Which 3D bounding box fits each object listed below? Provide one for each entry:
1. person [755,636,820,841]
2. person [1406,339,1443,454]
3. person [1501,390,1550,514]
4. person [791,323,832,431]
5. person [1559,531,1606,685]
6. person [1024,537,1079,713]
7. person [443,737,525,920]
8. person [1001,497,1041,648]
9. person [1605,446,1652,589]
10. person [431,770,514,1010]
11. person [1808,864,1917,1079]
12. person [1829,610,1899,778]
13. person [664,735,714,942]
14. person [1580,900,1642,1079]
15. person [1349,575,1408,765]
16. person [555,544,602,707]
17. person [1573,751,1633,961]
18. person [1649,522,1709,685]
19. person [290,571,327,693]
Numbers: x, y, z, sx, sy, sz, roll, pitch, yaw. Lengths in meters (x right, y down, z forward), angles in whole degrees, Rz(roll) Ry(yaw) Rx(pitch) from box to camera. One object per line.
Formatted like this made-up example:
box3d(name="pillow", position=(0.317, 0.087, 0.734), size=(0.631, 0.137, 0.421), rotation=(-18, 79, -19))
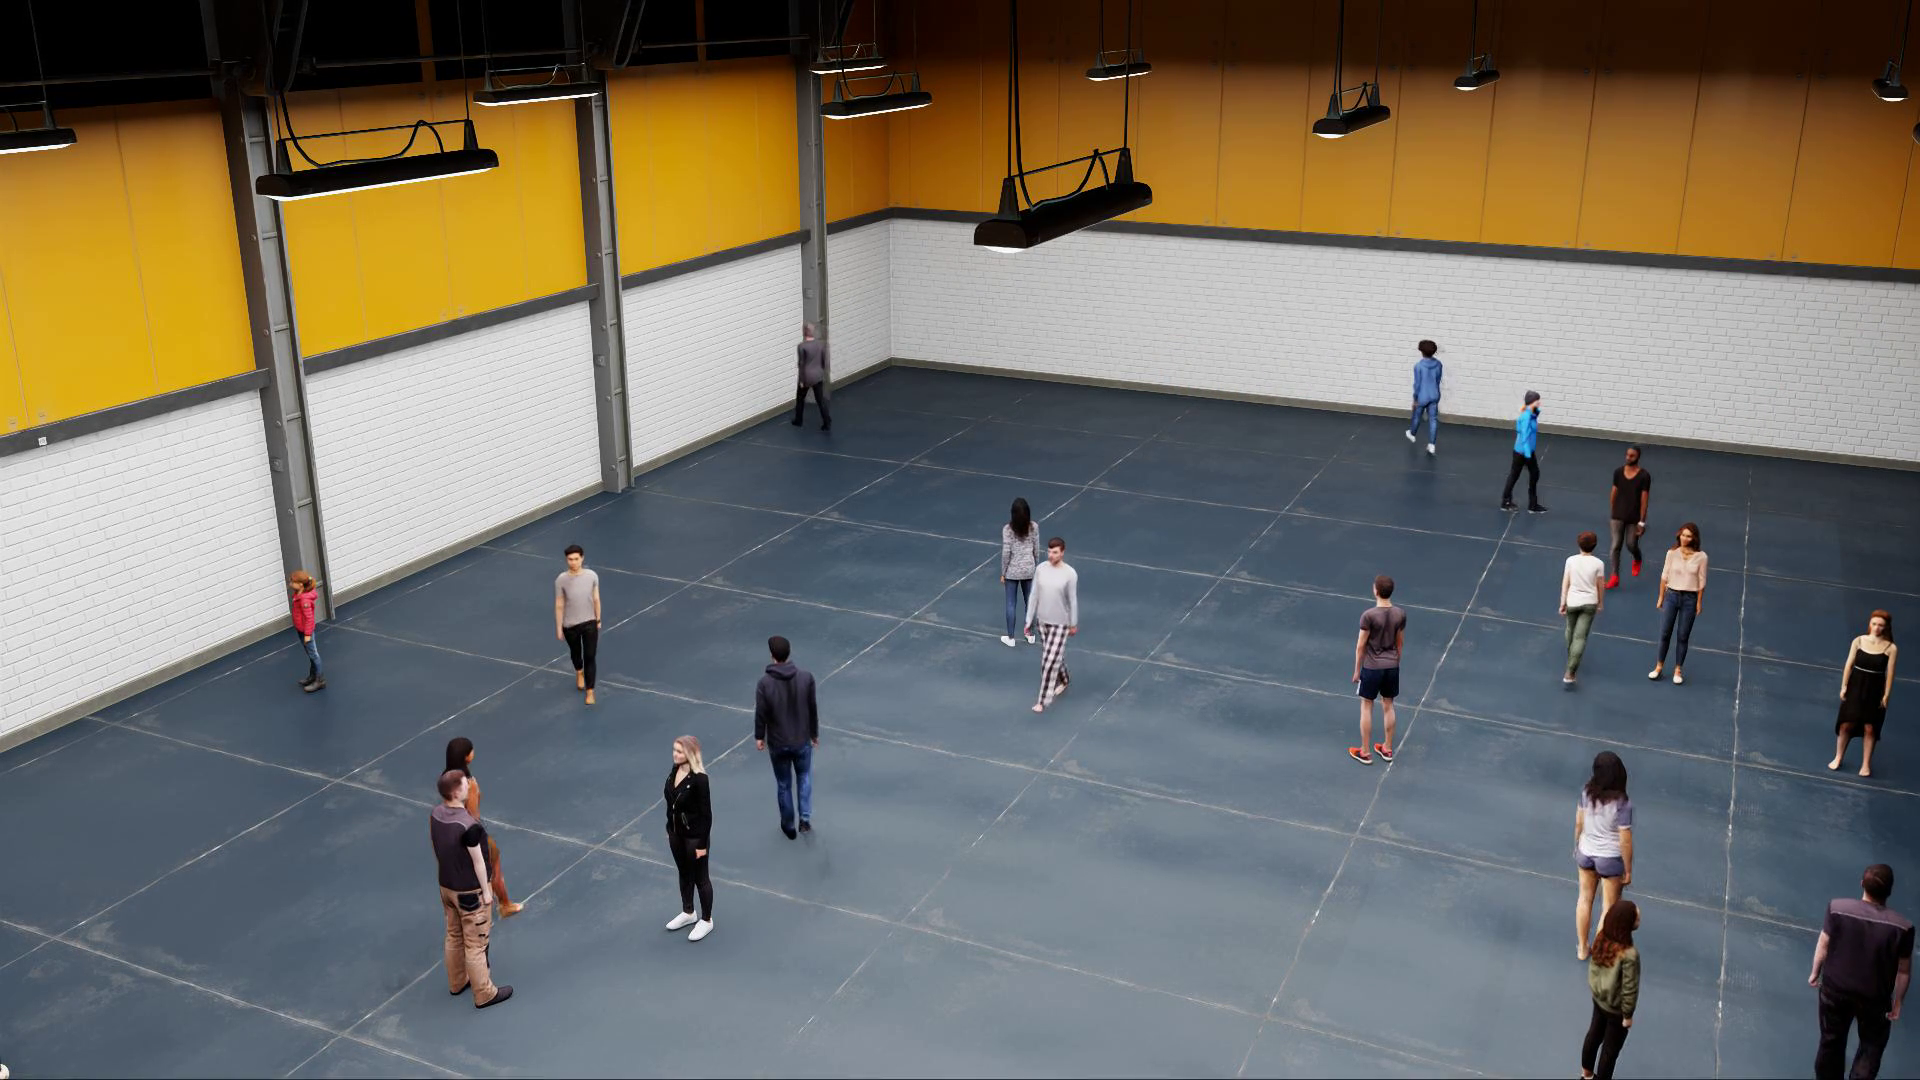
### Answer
box3d(name="person", position=(-1.458, 1.748, 14.321), size=(0.812, 1.879, 0.861), rotation=(-5, 19, -15))
box3d(name="person", position=(7.431, -2.237, 26.344), size=(1.055, 1.757, 1.294), rotation=(-1, 19, -3))
box3d(name="person", position=(7.819, -1.228, 23.322), size=(0.782, 1.774, 0.857), rotation=(12, 22, 32))
box3d(name="person", position=(-2.410, -2.659, 27.545), size=(1.250, 1.790, 1.175), rotation=(-12, 22, -33))
box3d(name="person", position=(6.604, 0.747, 17.706), size=(0.676, 1.614, 1.161), rotation=(12, 22, 31))
box3d(name="person", position=(0.995, 0.831, 17.169), size=(0.754, 1.798, 1.203), rotation=(12, 22, 32))
box3d(name="person", position=(-3.897, 2.350, 12.868), size=(0.696, 1.665, 0.925), rotation=(13, 23, 34))
box3d(name="person", position=(0.674, 0.346, 18.713), size=(0.679, 1.731, 0.734), rotation=(-6, 20, -18))
box3d(name="person", position=(8.281, -0.294, 20.518), size=(1.066, 1.793, 0.868), rotation=(-17, 25, -40))
box3d(name="person", position=(-3.622, 2.512, 12.110), size=(0.731, 1.842, 0.668), rotation=(14, 23, 36))
box3d(name="person", position=(5.793, 2.965, 10.774), size=(0.773, 1.836, 0.761), rotation=(12, 22, 32))
box3d(name="person", position=(8.546, 1.425, 15.679), size=(0.614, 1.624, 0.625), rotation=(14, 23, 35))
box3d(name="person", position=(-2.100, 2.298, 12.989), size=(0.657, 1.687, 0.617), rotation=(15, 24, 38))
box3d(name="person", position=(4.337, 3.059, 11.060), size=(0.711, 1.475, 0.609), rotation=(-2, 19, -7))
box3d(name="person", position=(4.013, 1.233, 15.896), size=(0.715, 1.848, 0.758), rotation=(-5, 19, -15))
box3d(name="person", position=(-3.963, 0.842, 17.327), size=(1.081, 1.677, 1.211), rotation=(-4, 19, -12))
box3d(name="person", position=(4.869, 2.421, 12.574), size=(0.682, 1.717, 0.757), rotation=(-10, 21, -27))
box3d(name="person", position=(7.674, 0.653, 17.711), size=(0.606, 1.789, 0.535), rotation=(10, 21, 28))
box3d(name="person", position=(-6.902, 0.943, 17.588), size=(0.634, 1.318, 0.597), rotation=(-11, 22, -30))
